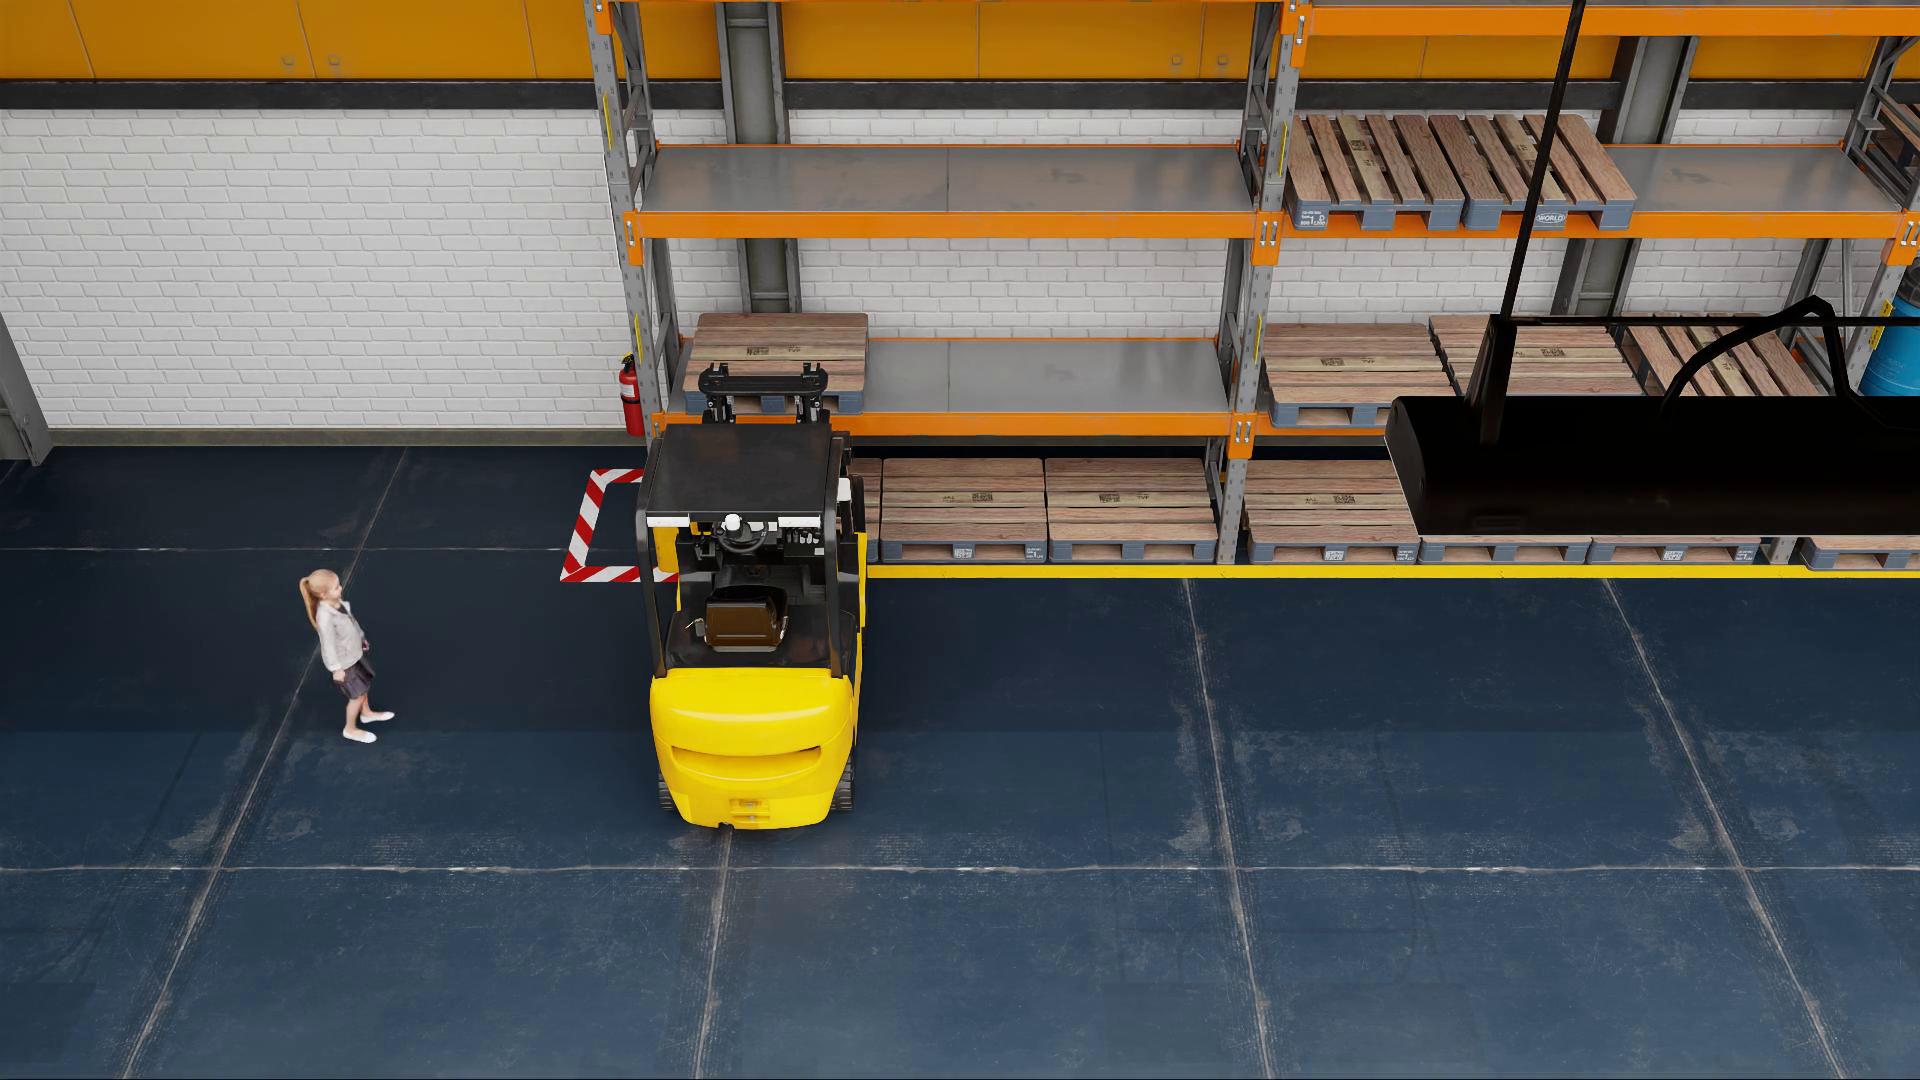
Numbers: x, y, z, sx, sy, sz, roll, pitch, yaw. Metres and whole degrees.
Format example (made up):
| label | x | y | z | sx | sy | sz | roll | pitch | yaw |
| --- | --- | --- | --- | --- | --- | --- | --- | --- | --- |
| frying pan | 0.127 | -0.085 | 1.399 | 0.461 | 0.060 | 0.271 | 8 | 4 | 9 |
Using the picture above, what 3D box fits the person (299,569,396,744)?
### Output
| label | x | y | z | sx | sy | sz | roll | pitch | yaw |
| --- | --- | --- | --- | --- | --- | --- | --- | --- | --- |
| person | -3.868 | 0.706 | 10.333 | 0.532 | 1.272 | 0.542 | -1 | 39 | -2 |
